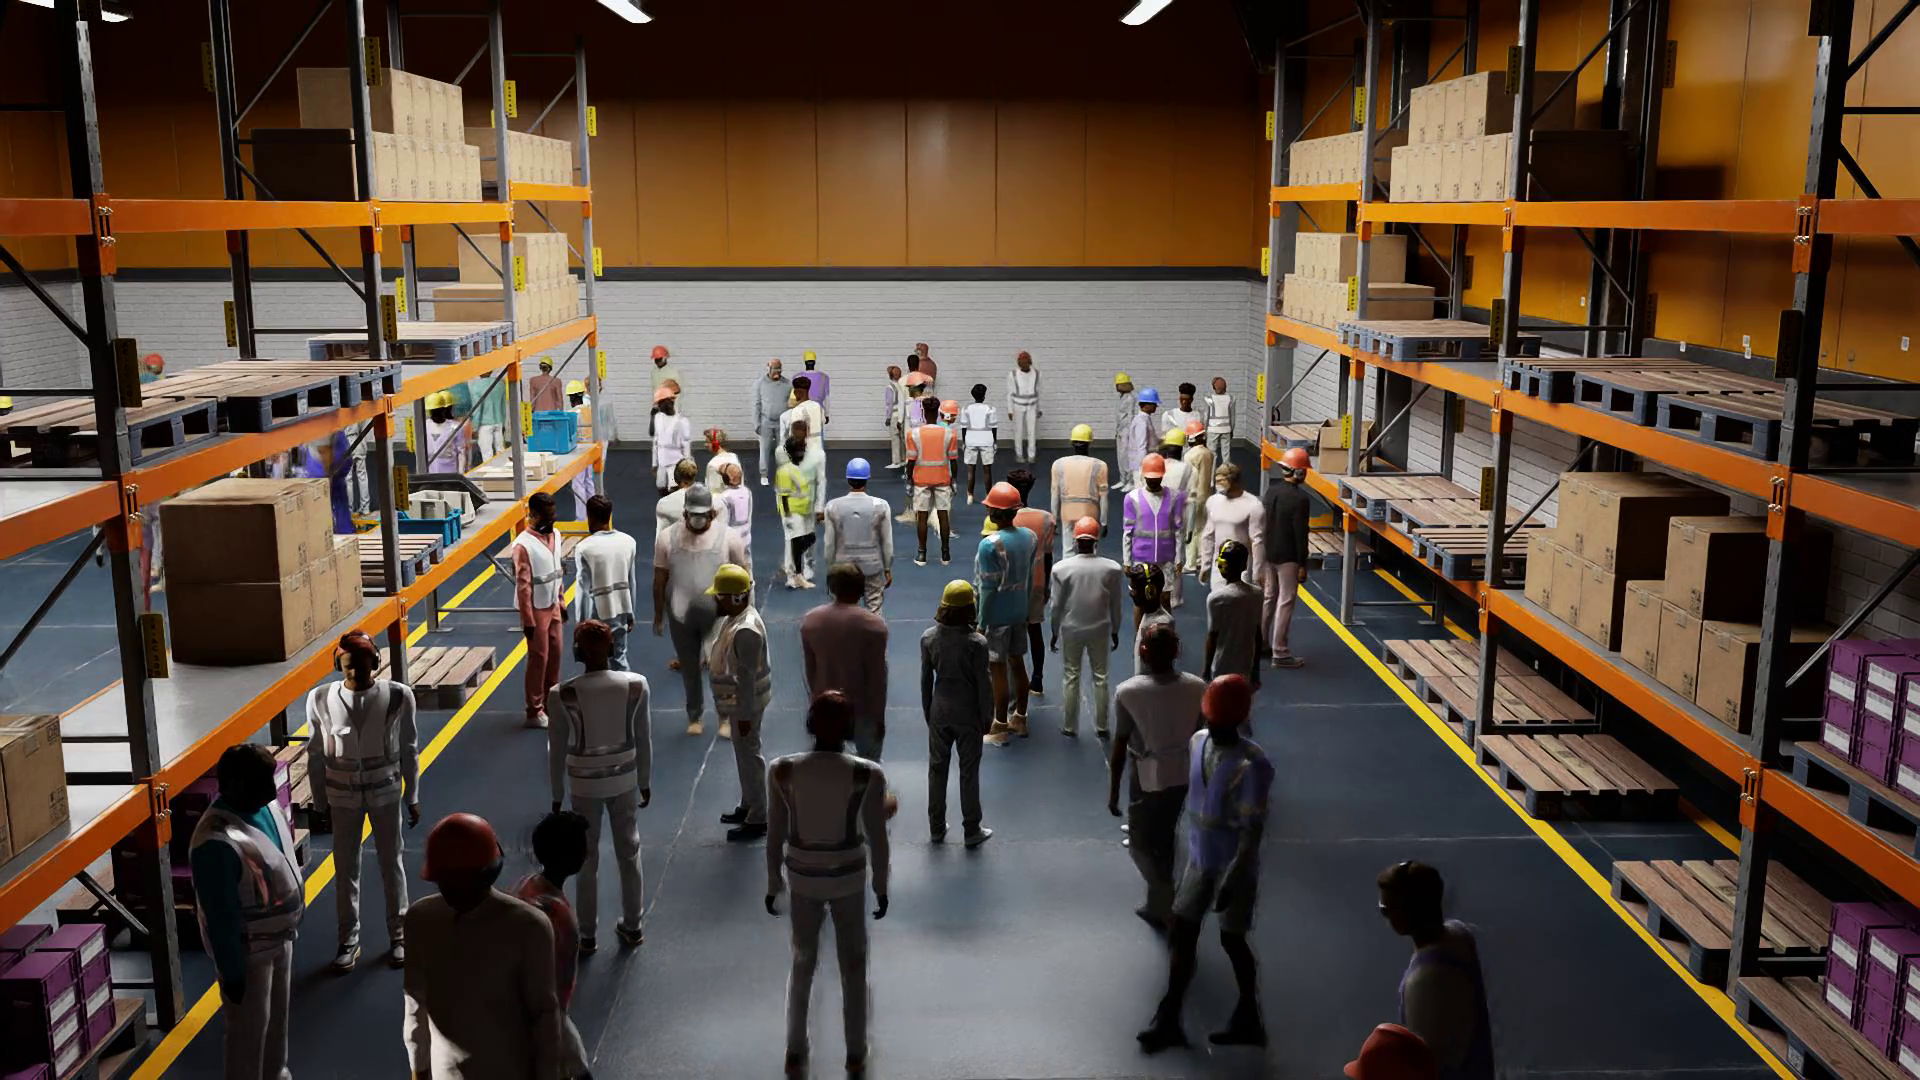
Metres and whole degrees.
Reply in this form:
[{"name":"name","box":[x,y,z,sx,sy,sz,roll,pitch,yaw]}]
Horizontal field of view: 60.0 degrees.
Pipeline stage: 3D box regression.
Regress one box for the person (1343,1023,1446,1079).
[{"name":"person","box":[1.270,2.271,4.963,0.330,1.750,0.572,8,14,35]}]

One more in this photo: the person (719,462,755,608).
[{"name":"person","box":[-2.224,0.047,16.402,0.313,1.639,0.517,6,13,29]}]

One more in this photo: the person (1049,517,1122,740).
[{"name":"person","box":[0.972,0.688,12.944,0.582,1.744,0.397,-1,11,-4]}]

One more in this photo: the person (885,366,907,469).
[{"name":"person","box":[-1.015,-1.948,26.408,0.314,1.641,0.515,6,13,28]}]

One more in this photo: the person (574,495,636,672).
[{"name":"person","box":[-2.756,0.594,12.999,0.398,1.909,0.599,7,13,32]}]

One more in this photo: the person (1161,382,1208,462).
[{"name":"person","box":[2.814,-1.006,20.870,0.607,1.963,0.373,-2,11,-8]}]

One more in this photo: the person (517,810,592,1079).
[{"name":"person","box":[-1.707,1.934,6.870,0.647,1.655,0.549,-5,12,-25]}]

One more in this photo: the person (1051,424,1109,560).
[{"name":"person","box":[1.231,-0.230,17.071,0.594,1.924,0.382,2,12,12]}]

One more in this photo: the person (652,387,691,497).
[{"name":"person","box":[-3.589,-0.978,20.877,0.603,1.902,0.601,8,14,34]}]

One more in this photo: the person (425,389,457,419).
[{"name":"person","box":[-7.656,-1.615,24.626,0.680,1.664,0.550,8,14,34]}]

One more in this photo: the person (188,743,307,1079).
[{"name":"person","box":[-3.095,1.769,7.307,0.429,1.831,0.633,0,11,-2]}]

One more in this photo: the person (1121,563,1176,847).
[{"name":"person","box":[1.221,1.064,10.776,0.350,1.856,0.523,-1,11,-4]}]

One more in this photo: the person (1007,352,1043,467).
[{"name":"person","box":[1.051,-2.103,26.700,0.604,1.824,1.034,-1,11,-7]}]

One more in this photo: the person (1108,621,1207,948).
[{"name":"person","box":[1.142,1.378,9.283,0.589,1.820,0.675,-5,12,-22]}]

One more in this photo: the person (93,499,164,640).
[{"name":"person","box":[-7.823,0.056,15.693,0.611,1.905,0.430,-6,13,-26]}]

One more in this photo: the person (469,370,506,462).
[{"name":"person","box":[-6.854,-1.655,24.194,0.371,1.936,0.629,7,13,32]}]

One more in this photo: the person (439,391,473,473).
[{"name":"person","box":[-6.234,-0.854,20.241,0.602,1.906,0.663,1,11,5]}]

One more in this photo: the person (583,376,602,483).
[{"name":"person","box":[-5.077,-1.360,22.969,0.342,1.840,0.504,-1,11,-3]}]

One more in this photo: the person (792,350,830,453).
[{"name":"person","box":[-2.331,-2.003,25.990,0.589,1.919,0.395,-2,12,-12]}]

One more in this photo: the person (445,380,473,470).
[{"name":"person","box":[-7.754,-1.991,25.977,0.658,1.889,0.680,3,12,15]}]

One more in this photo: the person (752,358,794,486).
[{"name":"person","box":[-2.759,-1.757,24.810,0.648,1.902,0.400,-4,12,-18]}]

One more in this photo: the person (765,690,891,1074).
[{"name":"person","box":[-0.632,1.626,7.910,0.610,1.882,0.391,1,11,5]}]

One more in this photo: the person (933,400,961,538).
[{"name":"person","box":[-0.165,-0.892,20.860,0.355,1.742,0.574,-3,12,-16]}]

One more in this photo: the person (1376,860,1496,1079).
[{"name":"person","box":[1.676,2.023,6.131,0.864,1.788,0.580,6,13,27]}]

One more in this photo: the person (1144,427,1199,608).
[{"name":"person","box":[2.127,-0.195,16.966,0.591,1.904,0.744,4,12,19]}]

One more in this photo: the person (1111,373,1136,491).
[{"name":"person","box":[2.404,-1.581,24.350,0.329,1.728,0.497,-3,12,-14]}]

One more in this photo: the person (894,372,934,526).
[{"name":"person","box":[-0.559,-1.175,21.615,0.779,2.003,0.652,6,13,28]}]

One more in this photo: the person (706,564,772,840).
[{"name":"person","box":[-1.445,1.048,10.940,0.404,1.824,0.590,-3,12,-15]}]

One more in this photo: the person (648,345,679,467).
[{"name":"person","box":[-4.672,-2.086,26.247,0.654,1.975,0.433,9,14,37]}]

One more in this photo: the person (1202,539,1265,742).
[{"name":"person","box":[1.869,0.921,11.481,0.506,1.860,0.312,-8,14,-34]}]

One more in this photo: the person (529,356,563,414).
[{"name":"person","box":[-6.644,-2.075,26.763,0.532,1.755,0.342,-1,11,-3]}]
